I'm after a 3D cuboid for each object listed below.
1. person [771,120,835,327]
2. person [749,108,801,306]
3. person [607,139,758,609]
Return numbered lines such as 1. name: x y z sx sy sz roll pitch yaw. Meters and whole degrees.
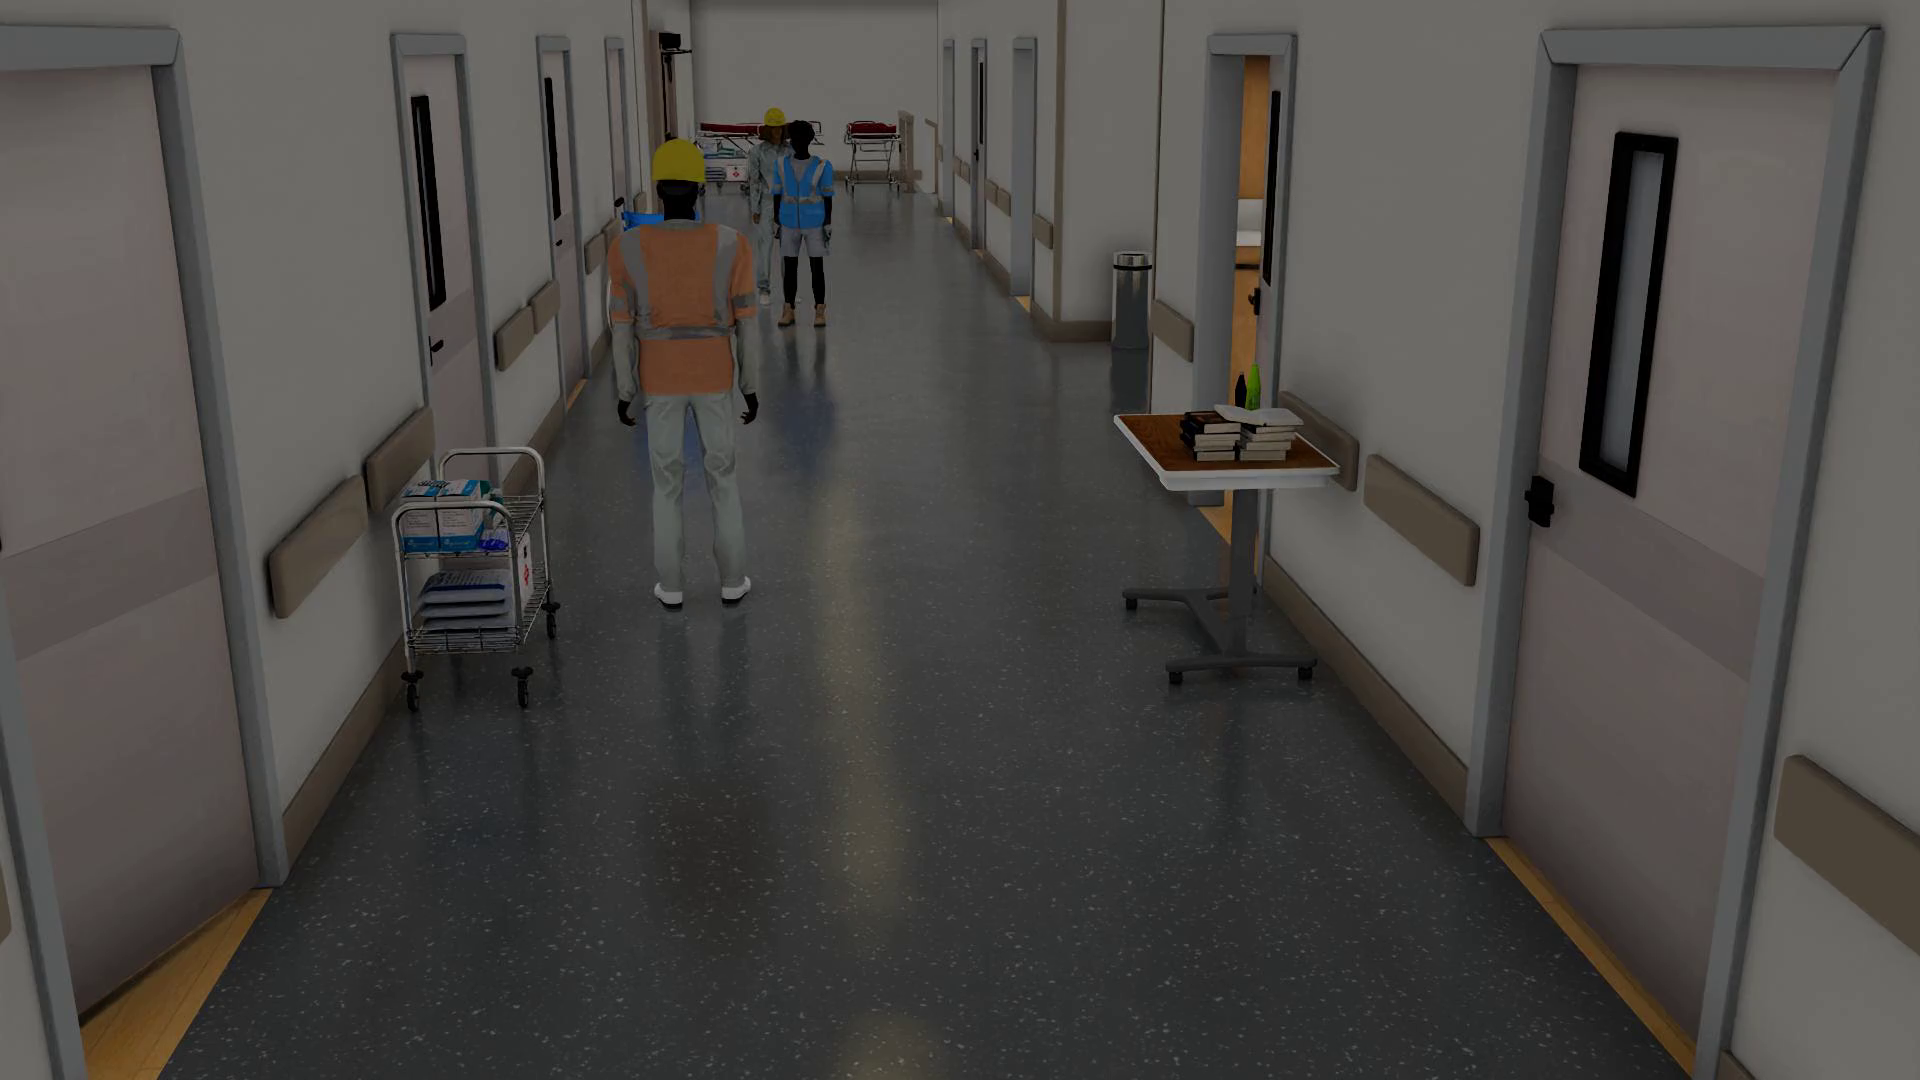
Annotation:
1. person: -1.300 -2.608 13.762 0.531 1.692 0.320 2 17 7
2. person: -1.633 -2.981 14.921 0.494 1.743 0.306 -7 18 -23
3. person: -1.131 -0.670 6.882 0.593 1.925 0.384 -3 17 -10
